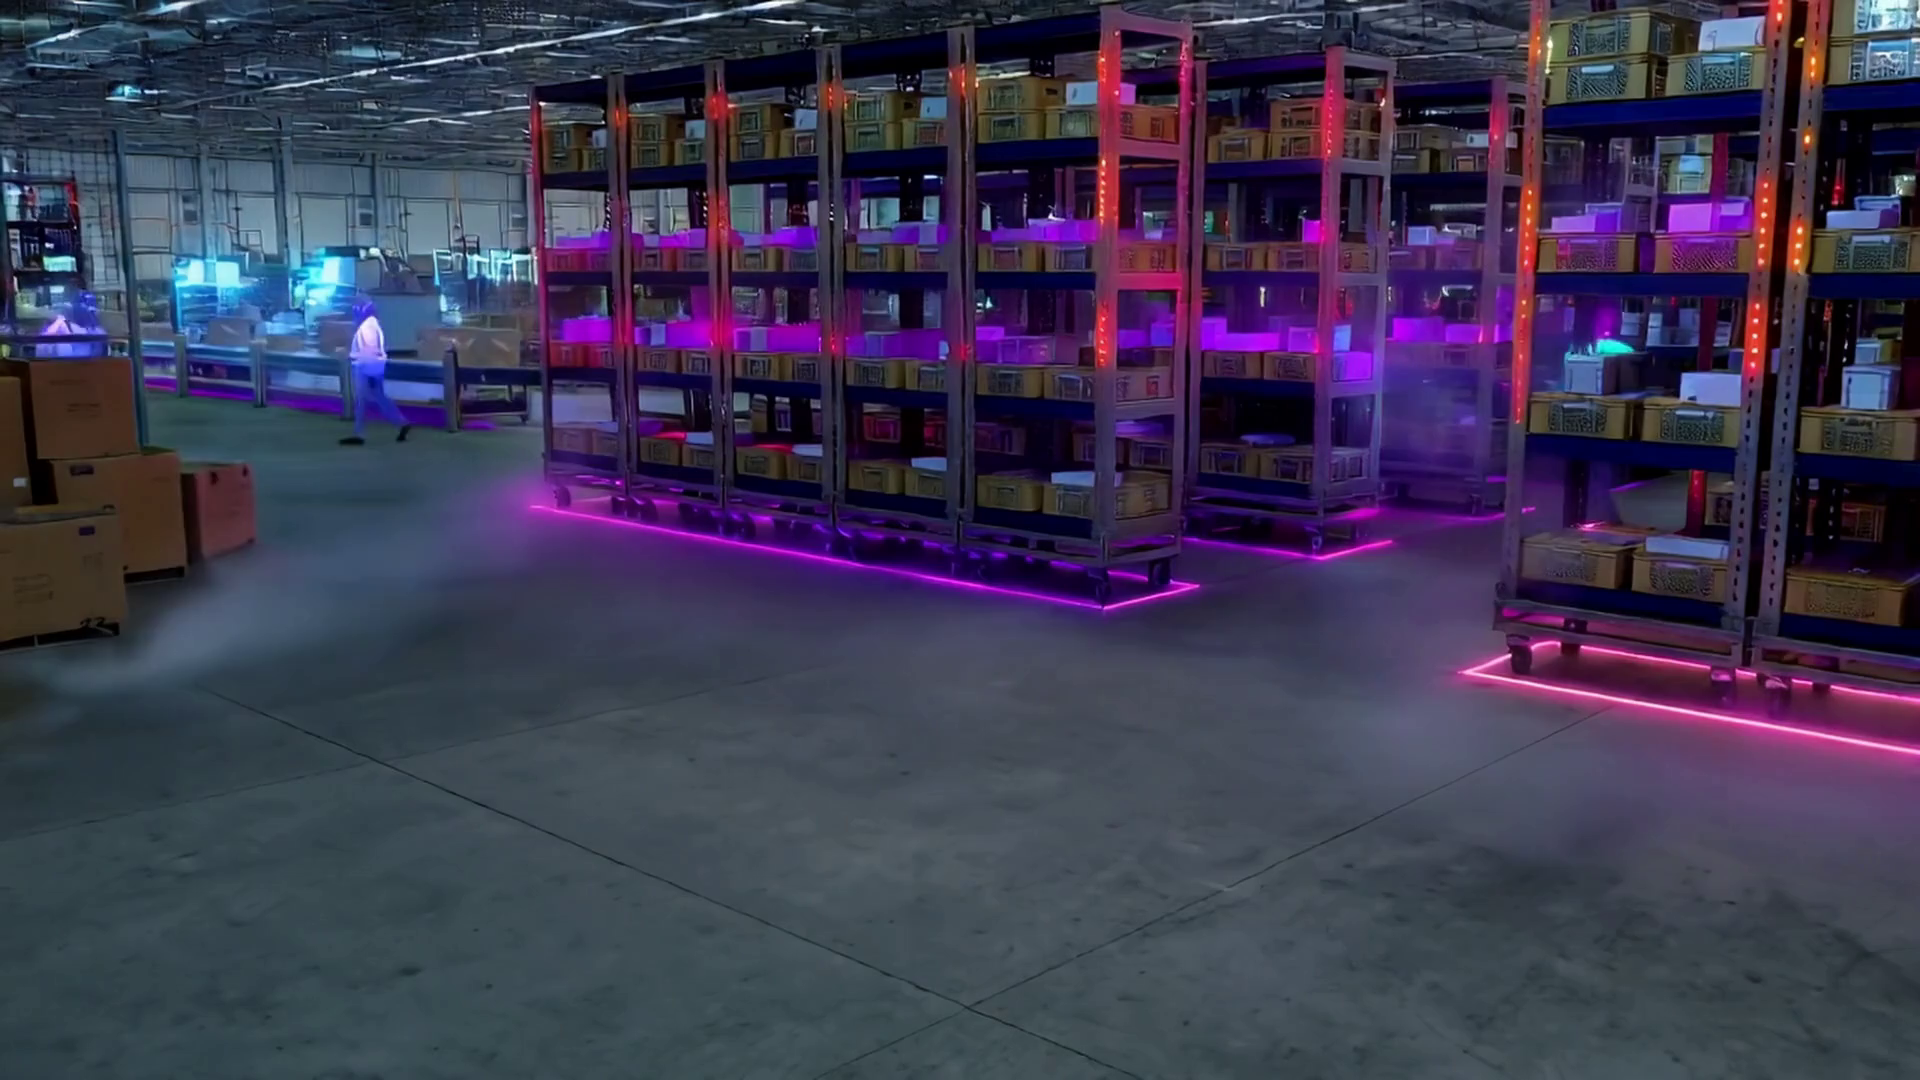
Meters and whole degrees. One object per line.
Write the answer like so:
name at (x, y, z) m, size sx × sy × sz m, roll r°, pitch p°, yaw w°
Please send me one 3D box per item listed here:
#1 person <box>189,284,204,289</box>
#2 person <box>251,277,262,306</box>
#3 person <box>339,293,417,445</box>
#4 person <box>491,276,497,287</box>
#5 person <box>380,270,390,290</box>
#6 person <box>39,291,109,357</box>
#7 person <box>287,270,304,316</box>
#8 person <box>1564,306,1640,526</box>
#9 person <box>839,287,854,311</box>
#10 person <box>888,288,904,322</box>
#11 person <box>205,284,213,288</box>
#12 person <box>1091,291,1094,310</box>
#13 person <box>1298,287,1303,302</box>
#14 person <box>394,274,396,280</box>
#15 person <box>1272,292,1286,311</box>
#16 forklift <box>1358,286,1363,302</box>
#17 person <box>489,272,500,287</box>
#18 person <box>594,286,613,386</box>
person at (-26.100, -8.186, 56.840) m, size 0.609 × 1.996 × 0.383 m, roll 3°, pitch 10°, yaw 15°
person at (-27.446, -9.391, 64.945) m, size 0.524 × 1.764 × 0.329 m, roll 4°, pitch 10°, yaw 23°
person at (-6.903, -2.016, 19.628) m, size 0.805 × 1.802 × 0.600 m, roll -2°, pitch 9°, yaw -12°
person at (-21.983, -11.612, 78.614) m, size 0.287 × 1.746 × 0.487 m, roll -8°, pitch 12°, yaw -40°
person at (-20.889, -8.764, 60.248) m, size 0.901 × 2.000 × 0.703 m, roll -2°, pitch 9°, yaw -11°
person at (-7.997, -1.301, 15.025) m, size 0.473 × 1.870 × 0.751 m, roll 4°, pitch 10°, yaw 25°
person at (-18.785, -6.616, 47.076) m, size 0.609 × 2.040 × 0.394 m, roll 4°, pitch 10°, yaw 22°
person at (4.787, -0.815, 12.260) m, size 0.981 × 1.790 × 0.586 m, roll -6°, pitch 11°, yaw -31°
person at (-3.150, -6.452, 46.765) m, size 0.600 × 1.813 × 0.651 m, roll -8°, pitch 12°, yaw -42°
person at (-1.687, -5.909, 43.804) m, size 0.552 × 1.682 × 0.435 m, roll -7°, pitch 12°, yaw -39°
person at (-37.184, -12.202, 82.372) m, size 0.531 × 1.698 × 0.320 m, roll 6°, pitch 11°, yaw 33°
person at (5.089, -9.198, 63.959) m, size 0.318 × 1.697 × 0.535 m, roll -2°, pitch 9°, yaw -13°
person at (12.494, -8.714, 61.044) m, size 0.395 × 1.667 × 0.563 m, roll 1°, pitch 9°, yaw 6°
person at (-26.218, -11.529, 77.658) m, size 1.025 × 1.886 × 0.651 m, roll -1°, pitch 9°, yaw -6°
person at (9.991, -7.320, 51.738) m, size 0.634 × 1.924 × 0.473 m, roll -5°, pitch 11°, yaw -28°
forklift at (11.100, -7.017, 46.970) m, size 1.873 × 2.768 × 1.129 m, roll 9°, pitch 13°, yaw 43°
person at (-23.136, -12.359, 82.679) m, size 0.587 × 1.915 × 0.393 m, roll 0°, pitch 9°, yaw 3°
person at (-6.210, -3.608, 29.485) m, size 0.538 × 1.760 × 0.360 m, roll -3°, pitch 10°, yaw -17°
